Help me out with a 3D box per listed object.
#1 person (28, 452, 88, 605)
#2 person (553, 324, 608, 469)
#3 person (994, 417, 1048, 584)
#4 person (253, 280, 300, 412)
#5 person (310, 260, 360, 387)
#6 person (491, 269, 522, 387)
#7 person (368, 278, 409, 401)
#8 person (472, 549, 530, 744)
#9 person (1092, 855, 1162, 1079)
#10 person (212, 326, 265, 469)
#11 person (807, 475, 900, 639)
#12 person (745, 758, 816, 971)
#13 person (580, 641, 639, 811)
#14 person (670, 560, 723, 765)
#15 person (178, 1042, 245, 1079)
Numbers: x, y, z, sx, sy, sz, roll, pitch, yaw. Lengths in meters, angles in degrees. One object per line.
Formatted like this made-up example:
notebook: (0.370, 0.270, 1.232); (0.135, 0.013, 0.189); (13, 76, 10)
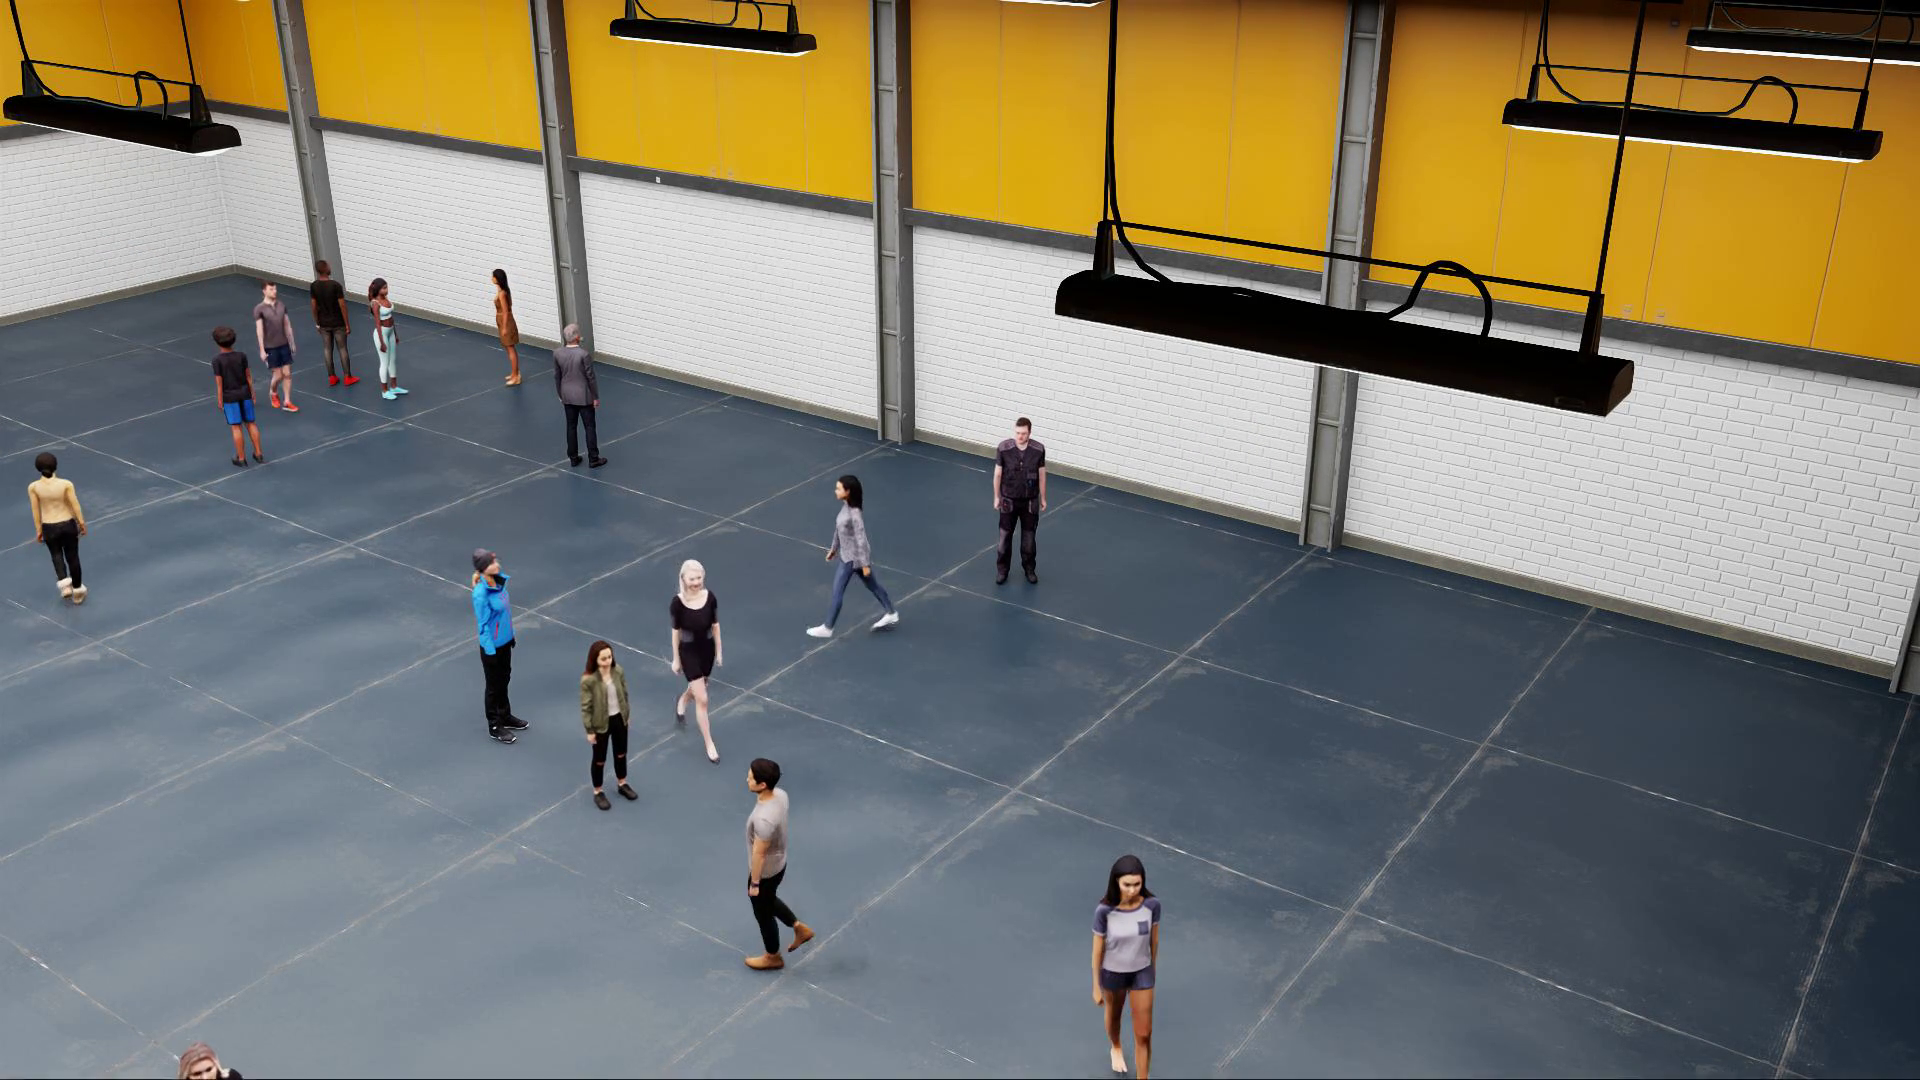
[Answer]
person: (-9.244, -0.091, 17.053); (0.731, 1.650, 0.773); (-8, 25, -19)
person: (-4.761, -1.808, 20.740); (0.674, 1.842, 0.853); (6, 24, 14)
person: (0.630, -0.440, 17.608); (0.756, 1.844, 0.866); (0, 24, 0)
person: (-9.357, -2.638, 22.645); (0.683, 1.838, 0.652); (16, 28, 32)
person: (-8.971, -3.096, 23.735); (0.653, 1.804, 0.775); (2, 24, 4)
person: (-6.480, -3.050, 23.775); (0.708, 1.688, 0.631); (-6, 24, -14)
person: (-8.029, -2.827, 23.220); (0.651, 1.723, 0.642); (5, 24, 10)
person: (-4.077, 0.910, 14.584); (0.660, 1.792, 0.688); (5, 24, 11)
person: (1.033, 2.704, 10.593); (0.972, 1.703, 1.014); (-3, 24, -6)
person: (-9.039, -1.794, 20.771); (0.588, 1.793, 0.645); (21, 31, 40)
person: (-0.954, 0.162, 16.431); (1.184, 1.684, 1.127); (-4, 24, -10)
person: (-1.269, 2.274, 11.567); (0.857, 1.710, 0.777); (2, 24, 5)
person: (-2.901, 1.491, 13.650); (0.646, 1.477, 0.608); (-18, 29, -35)
person: (-2.312, 0.985, 14.414); (0.893, 1.793, 1.245); (-15, 28, -31)
person: (-4.053, 3.377, 9.085); (0.686, 1.677, 0.775); (-22, 32, -40)
